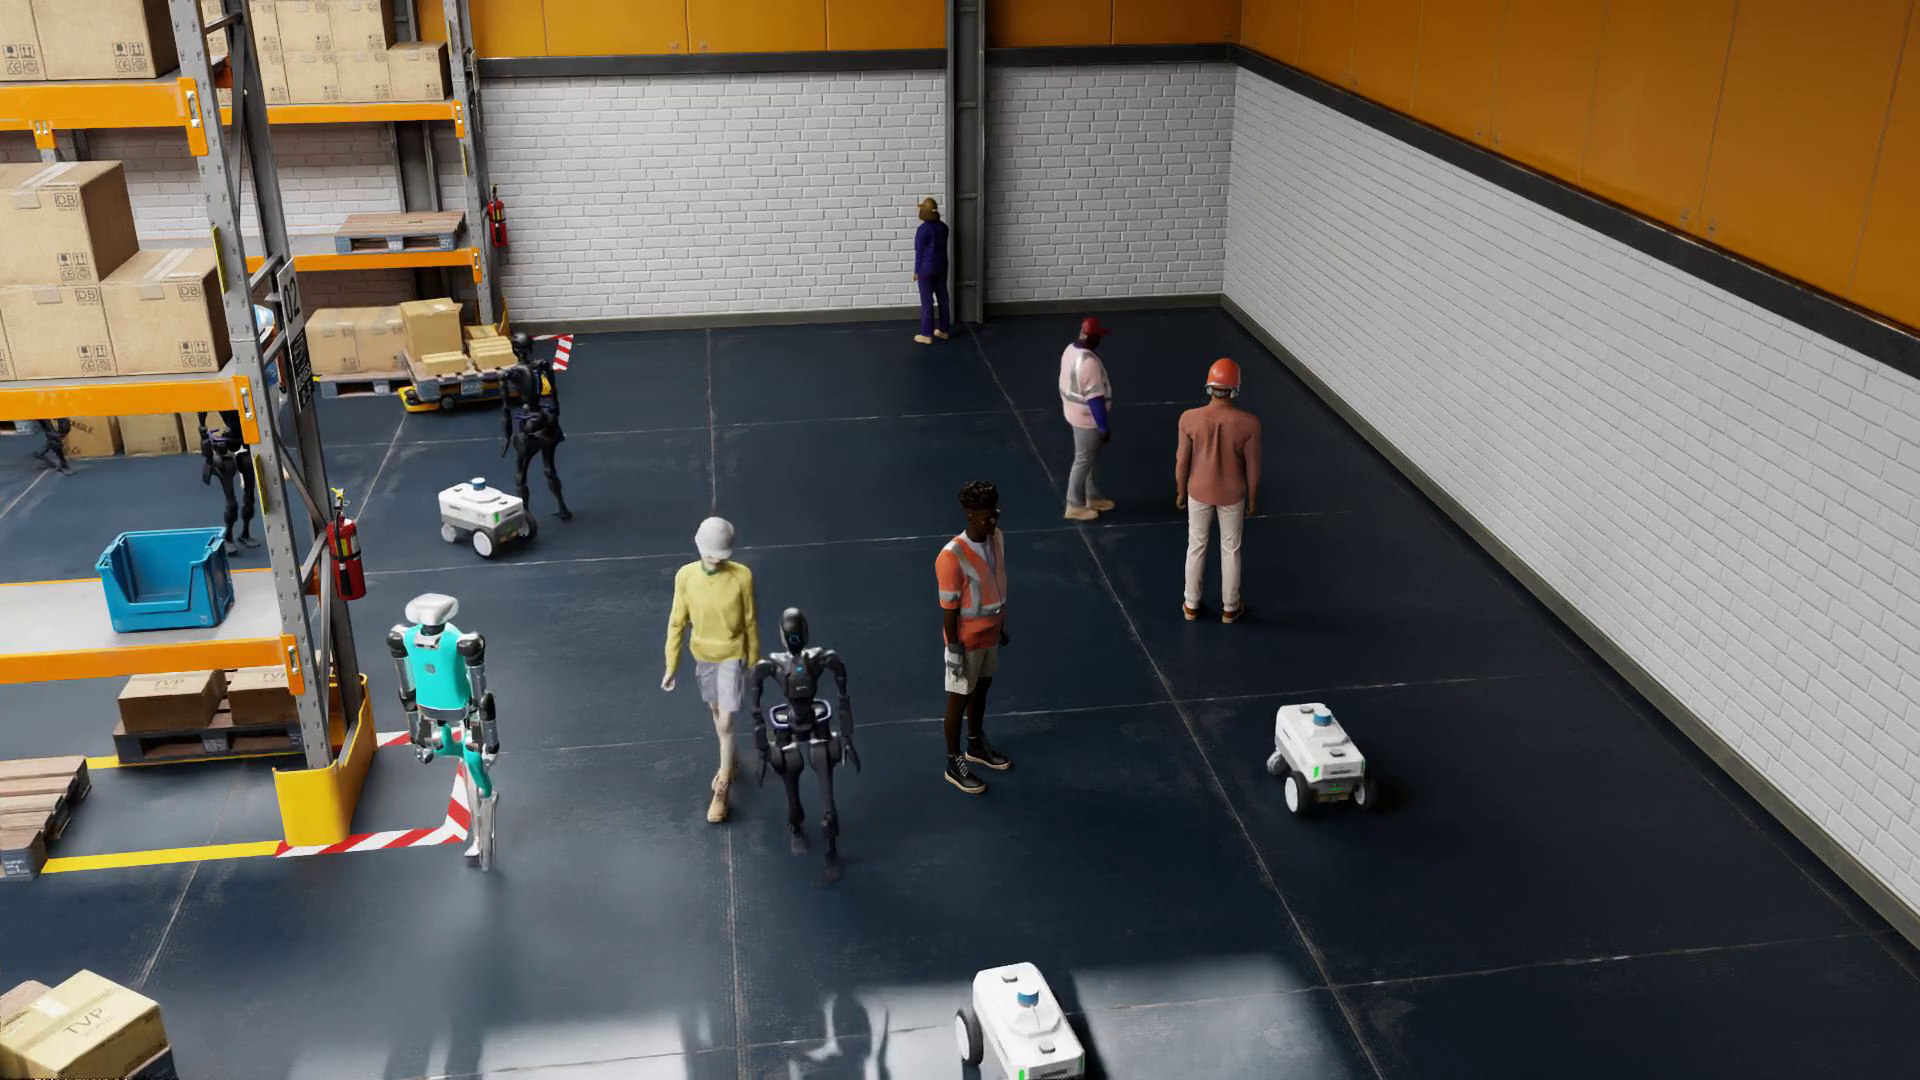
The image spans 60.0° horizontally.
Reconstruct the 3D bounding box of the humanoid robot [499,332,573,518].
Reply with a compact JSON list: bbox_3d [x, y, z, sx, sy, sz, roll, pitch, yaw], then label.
[{"bbox_3d":[-3.505,-0.910,13.719,0.378,1.641,0.590,17,29,34],"label":"humanoid robot"}]

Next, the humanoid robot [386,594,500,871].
[{"bbox_3d":[-2.720,1.062,9.254,0.536,1.861,0.746,4,24,10],"label":"humanoid robot"}]

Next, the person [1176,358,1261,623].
[{"bbox_3d":[1.861,-0.347,12.043,0.610,1.995,0.376,6,24,13],"label":"person"}]

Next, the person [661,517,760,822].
[{"bbox_3d":[-1.472,0.738,9.743,0.512,1.853,0.800,5,24,11],"label":"person"}]

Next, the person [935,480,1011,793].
[{"bbox_3d":[0.098,0.557,10.017,0.367,1.966,0.602,14,28,30],"label":"person"}]

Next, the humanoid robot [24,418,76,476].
[{"bbox_3d":[-8.213,-1.371,14.785,0.465,1.635,0.600,6,24,13],"label":"humanoid robot"}]

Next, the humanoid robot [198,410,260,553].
[{"bbox_3d":[-5.773,-0.700,13.246,0.366,1.648,0.600,20,31,38],"label":"humanoid robot"}]

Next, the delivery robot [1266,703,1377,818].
[{"bbox_3d":[2.166,1.307,10.055,0.522,0.588,0.759,-4,24,-8],"label":"delivery robot"}]

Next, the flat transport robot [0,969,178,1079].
[{"bbox_3d":[-4.192,2.687,7.275,1.431,0.231,0.659,12,26,26],"label":"flat transport robot"}]

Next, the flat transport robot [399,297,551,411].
[{"bbox_3d":[-4.950,-1.571,16.975,1.431,0.231,0.659,-10,26,-22],"label":"flat transport robot"}]

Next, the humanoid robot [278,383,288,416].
[{"bbox_3d":[-6.561,-1.634,15.408,0.777,1.858,0.550,-2,24,-5],"label":"humanoid robot"}]

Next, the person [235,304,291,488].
[{"bbox_3d":[-6.216,-1.378,14.588,0.623,1.838,0.431,-14,27,-29],"label":"person"}]

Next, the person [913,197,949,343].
[{"bbox_3d":[-0.331,-3.022,18.593,0.464,1.620,0.354,-20,31,-38],"label":"person"}]

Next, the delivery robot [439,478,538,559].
[{"bbox_3d":[-3.867,-0.216,13.506,0.747,0.572,0.499,14,27,29],"label":"delivery robot"}]

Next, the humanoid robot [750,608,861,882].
[{"bbox_3d":[-0.858,1.099,9.185,0.584,1.662,0.490,-6,24,-12],"label":"humanoid robot"}]

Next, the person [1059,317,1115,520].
[{"bbox_3d":[1.095,-1.013,13.878,0.509,1.737,0.686,-5,24,-11],"label":"person"}]

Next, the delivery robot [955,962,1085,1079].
[{"bbox_3d":[0.294,2.314,7.760,0.525,0.587,0.755,-7,25,-16],"label":"delivery robot"}]
